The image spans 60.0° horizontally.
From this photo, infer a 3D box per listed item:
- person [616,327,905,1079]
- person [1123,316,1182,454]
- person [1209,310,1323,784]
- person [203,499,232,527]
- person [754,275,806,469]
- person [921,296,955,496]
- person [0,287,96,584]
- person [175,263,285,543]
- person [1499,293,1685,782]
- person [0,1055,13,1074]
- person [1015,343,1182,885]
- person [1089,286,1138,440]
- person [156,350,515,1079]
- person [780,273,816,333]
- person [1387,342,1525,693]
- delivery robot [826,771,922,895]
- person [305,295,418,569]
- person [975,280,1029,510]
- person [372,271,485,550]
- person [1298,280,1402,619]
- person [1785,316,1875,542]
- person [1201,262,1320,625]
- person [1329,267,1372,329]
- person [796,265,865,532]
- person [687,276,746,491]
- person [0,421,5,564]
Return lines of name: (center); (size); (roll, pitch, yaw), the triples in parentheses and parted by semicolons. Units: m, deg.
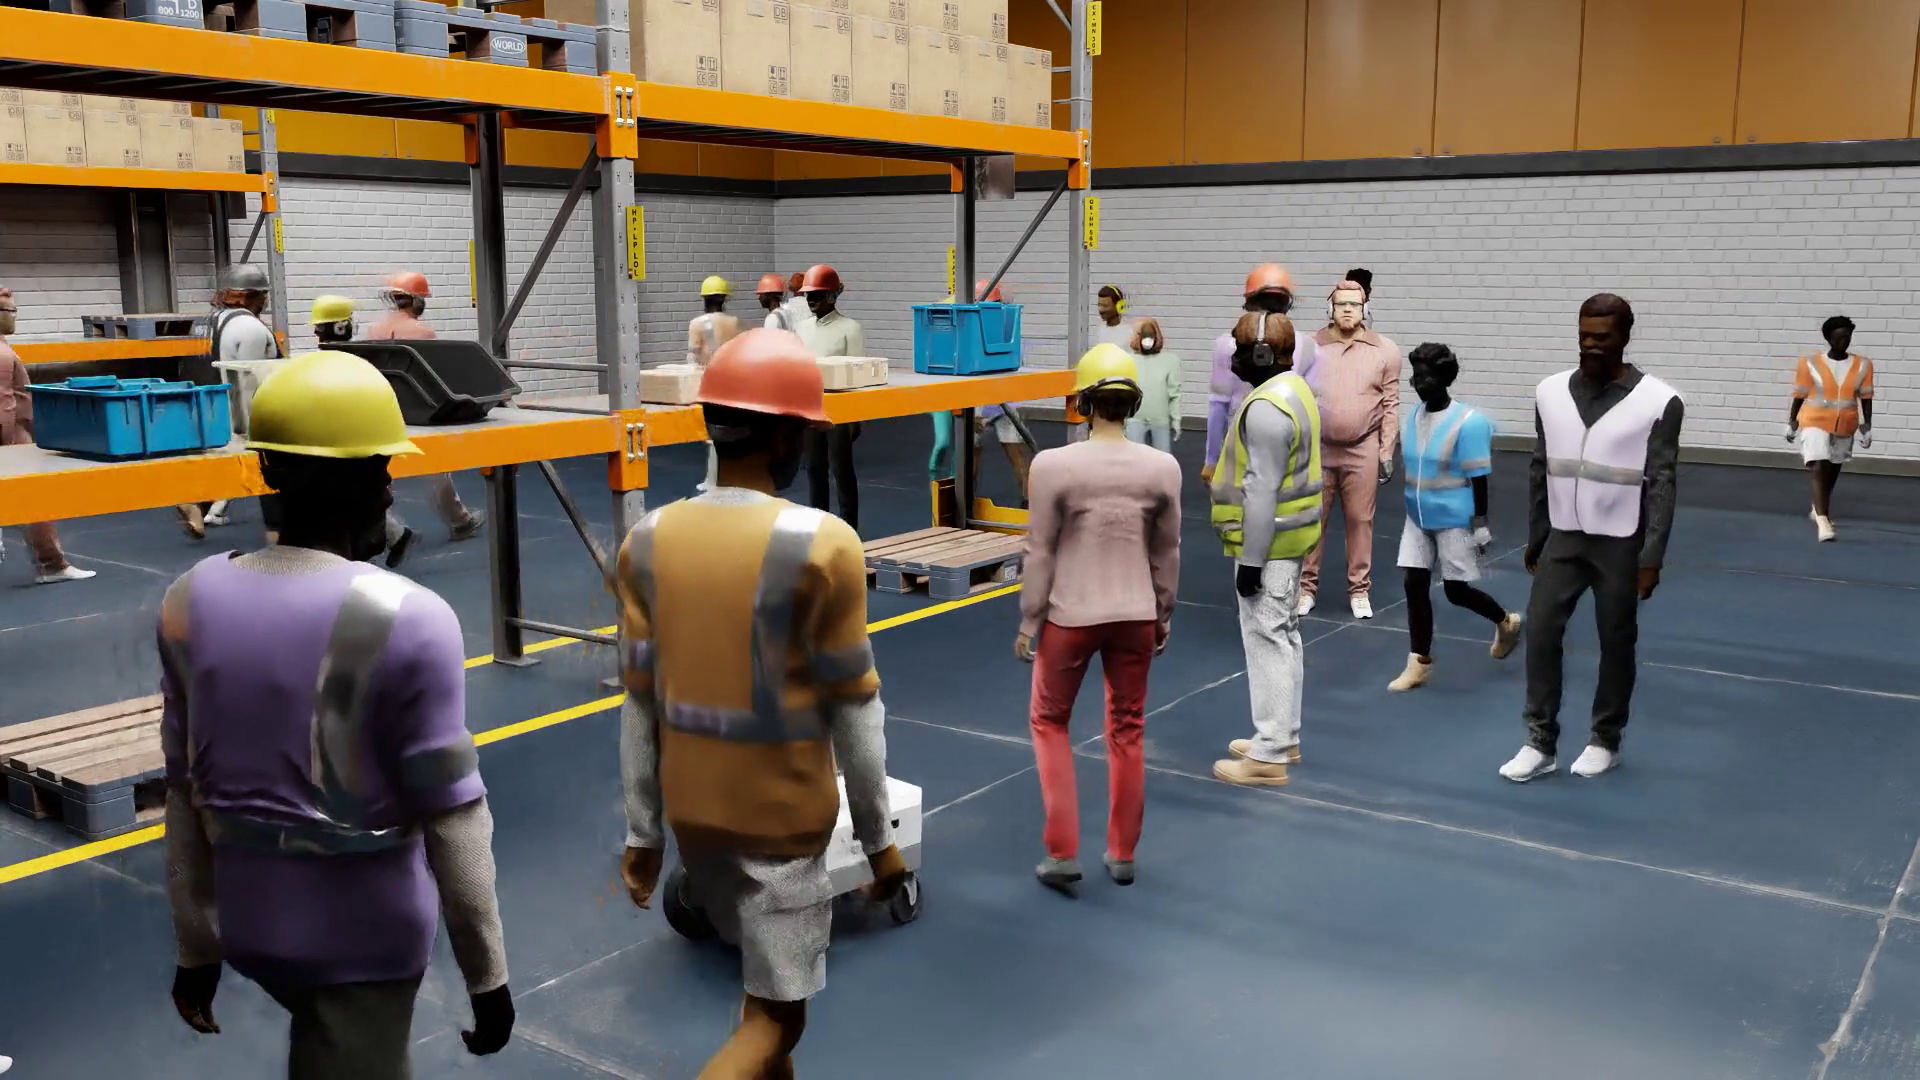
person: (-0.459, 0.542, 3.237); (0.553, 1.903, 0.876); (6, 11, 32)
person: (1.398, -0.863, 12.418); (0.517, 1.619, 0.504); (1, 10, 4)
person: (1.192, 0.026, 6.517); (0.431, 1.835, 0.620); (3, 10, 18)
person: (-5.435, -0.896, 12.722); (0.530, 1.587, 0.901); (9, 13, 42)
person: (-1.813, -1.613, 16.114); (0.984, 1.883, 0.565); (1, 10, 6)
person: (-0.052, -1.164, 13.846); (0.543, 1.747, 0.401); (-3, 10, -20)
person: (-5.945, -0.615, 10.218); (0.642, 1.871, 0.910); (7, 12, 38)
person: (-5.135, -0.972, 11.826); (0.776, 2.000, 0.694); (-8, 12, -40)
person: (2.382, 0.015, 6.367); (0.761, 1.892, 0.630); (-9, 13, -43)
person: (-2.411, 0.564, 3.873); (0.309, 1.640, 0.514); (-8, 12, -38)
person: (0.448, 0.254, 5.351); (0.553, 1.761, 0.347); (-3, 10, -17)
person: (1.248, -1.156, 13.595); (0.520, 1.814, 0.958); (8, 13, 41)
person: (-1.063, 0.634, 2.737); (0.604, 1.888, 0.969); (4, 10, 25)
person: (-1.865, -2.173, 19.451); (0.575, 1.882, 0.361); (-3, 10, -17)
person: (2.352, -0.110, 7.846); (0.693, 1.663, 0.539); (-6, 11, -32)
delivery robot: (-0.449, 0.878, 4.949); (0.707, 0.478, 0.477); (-9, 13, -43)
person: (-3.838, -0.645, 10.558); (0.528, 1.810, 0.615); (-5, 11, -29)
person: (0.246, -1.062, 12.861); (0.554, 1.872, 1.073); (-7, 12, -36)
person: (-3.849, -0.916, 11.772); (0.630, 1.940, 1.030); (4, 11, 25)
person: (2.158, -0.506, 9.436); (0.643, 1.913, 0.411); (2, 10, 13)
person: (6.416, -0.838, 12.262); (0.531, 1.632, 0.984); (1, 10, 8)
person: (1.637, -0.456, 8.815); (0.620, 2.021, 0.692); (-3, 10, -16)
person: (3.727, -1.610, 15.870); (0.375, 1.963, 0.636); (-3, 10, -19)
person: (-0.917, -0.870, 11.355); (0.625, 1.992, 0.389); (8, 12, 39)
person: (-2.046, -1.319, 14.326); (0.806, 1.900, 0.595); (7, 12, 37)
person: (-5.124, -0.271, 8.323); (0.637, 1.818, 0.624); (2, 10, 9)
